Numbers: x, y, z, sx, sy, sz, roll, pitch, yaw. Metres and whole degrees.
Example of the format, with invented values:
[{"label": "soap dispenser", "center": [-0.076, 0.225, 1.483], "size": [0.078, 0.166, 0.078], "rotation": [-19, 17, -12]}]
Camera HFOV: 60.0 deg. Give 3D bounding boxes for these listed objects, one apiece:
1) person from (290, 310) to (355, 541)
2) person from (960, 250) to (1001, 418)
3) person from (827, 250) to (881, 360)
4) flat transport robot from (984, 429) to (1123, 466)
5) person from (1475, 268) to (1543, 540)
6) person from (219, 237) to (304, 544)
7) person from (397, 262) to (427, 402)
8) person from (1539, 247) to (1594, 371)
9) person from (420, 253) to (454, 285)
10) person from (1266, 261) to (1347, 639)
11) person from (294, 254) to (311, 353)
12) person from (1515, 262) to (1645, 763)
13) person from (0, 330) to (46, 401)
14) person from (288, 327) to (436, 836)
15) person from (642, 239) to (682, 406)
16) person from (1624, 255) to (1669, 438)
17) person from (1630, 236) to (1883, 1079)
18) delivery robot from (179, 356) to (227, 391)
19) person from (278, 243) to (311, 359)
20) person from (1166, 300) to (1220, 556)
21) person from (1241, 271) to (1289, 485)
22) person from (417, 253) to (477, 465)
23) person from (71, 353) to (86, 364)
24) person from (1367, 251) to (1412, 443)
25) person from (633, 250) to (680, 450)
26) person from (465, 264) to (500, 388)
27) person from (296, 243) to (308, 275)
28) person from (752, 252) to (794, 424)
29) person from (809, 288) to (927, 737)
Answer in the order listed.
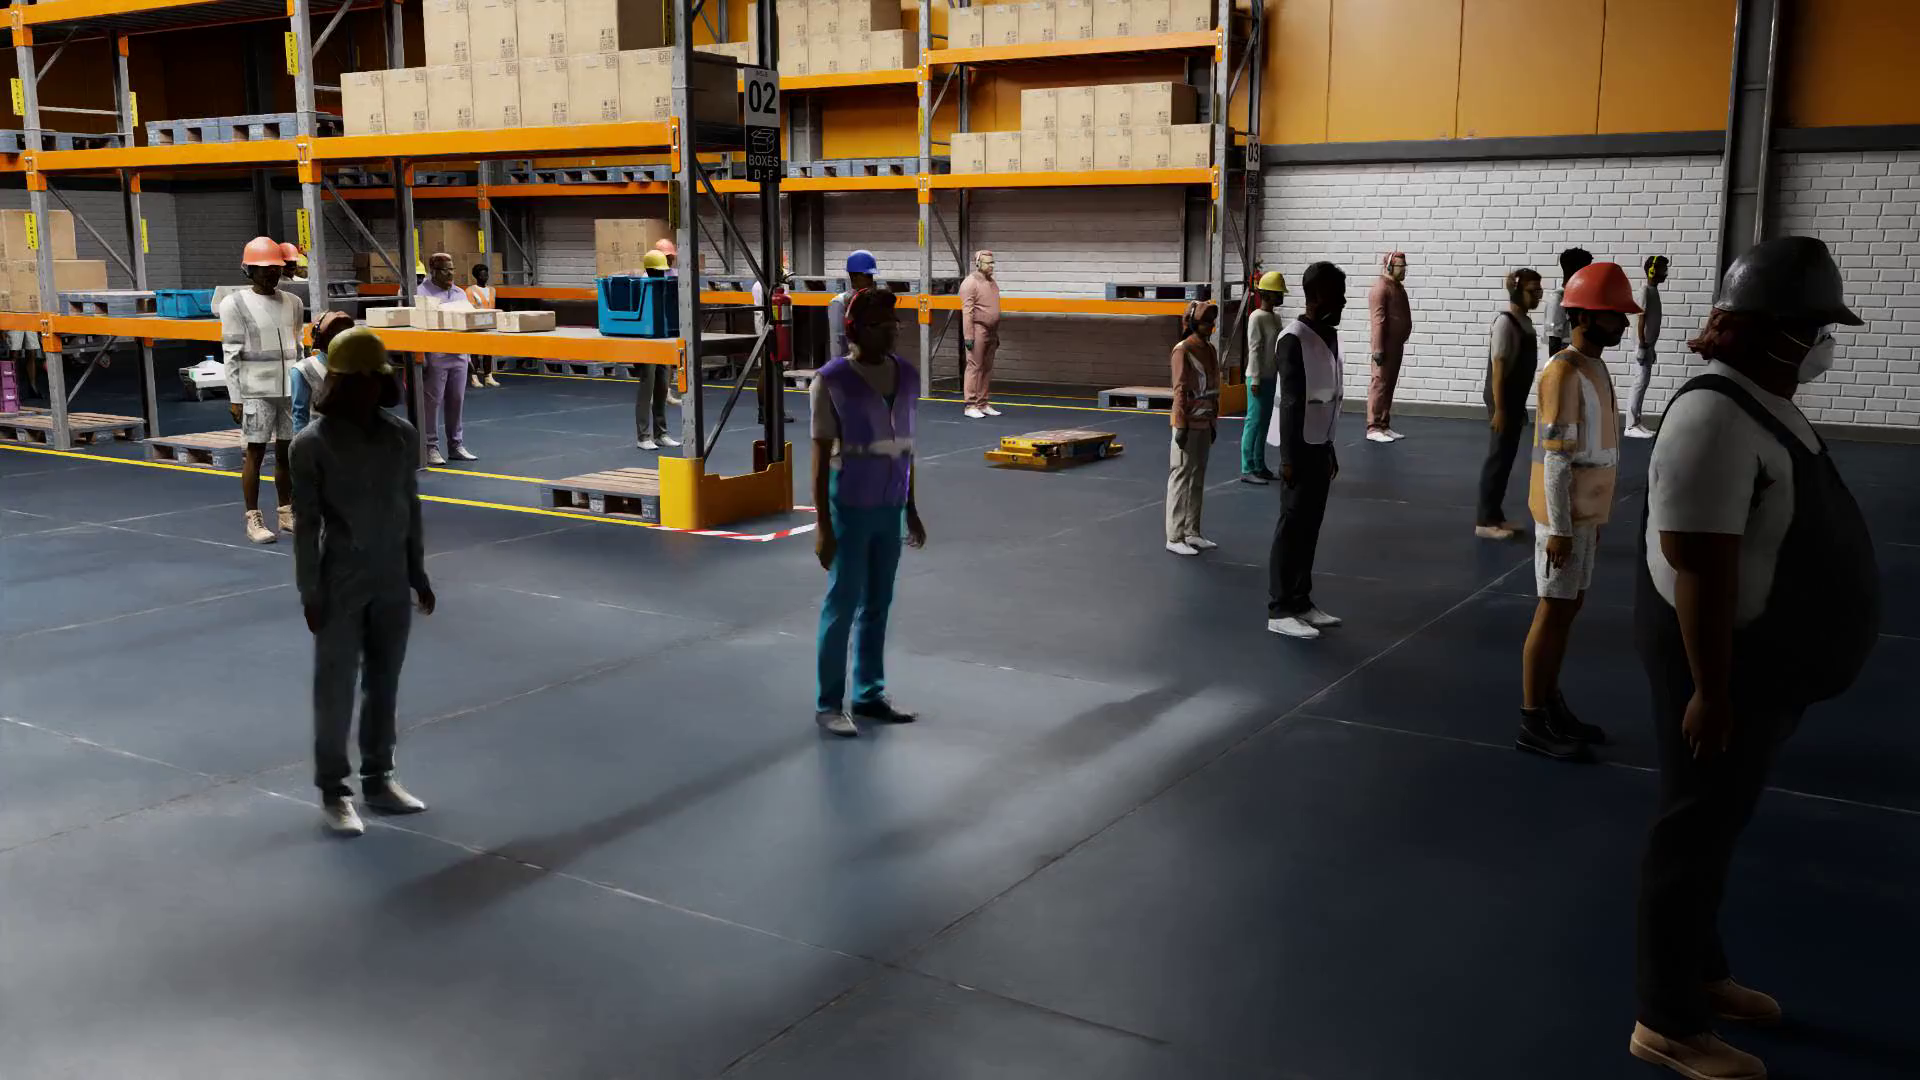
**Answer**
[{"label": "person", "center": [-3.473, -0.455, 9.273], "size": [0.310, 1.636, 0.522], "rotation": [6, 12, 32]}, {"label": "person", "center": [0.269, -2.352, 19.038], "size": [0.403, 1.906, 0.651], "rotation": [6, 12, 32]}, {"label": "person", "center": [-0.787, -1.289, 13.031], "size": [0.404, 1.945, 0.615], "rotation": [6, 12, 32]}, {"label": "flat transport robot", "center": [0.880, -0.863, 15.285], "size": [0.652, 0.197, 1.431], "rotation": [8, 13, 33]}, {"label": "person", "center": [3.730, -0.914, 11.312], "size": [0.396, 1.832, 0.537], "rotation": [7, 13, 35]}, {"label": "person", "center": [-4.618, -1.002, 11.175], "size": [0.390, 2.040, 0.614], "rotation": [6, 12, 32]}, {"label": "person", "center": [-6.783, -2.607, 20.842], "size": [0.331, 1.765, 0.533], "rotation": [6, 12, 32]}, {"label": "person", "center": [4.961, -1.412, 13.663], "size": [0.368, 1.961, 0.613], "rotation": [6, 12, 32]}, {"label": "person", "center": [-7.804, -3.391, 24.997], "size": [0.404, 1.829, 0.600], "rotation": [6, 12, 32]}, {"label": "person", "center": [1.783, -0.469, 8.574], "size": [0.373, 1.914, 0.596], "rotation": [6, 12, 32]}, {"label": "person", "center": [-9.181, -3.073, 23.234], "size": [0.404, 1.829, 0.600], "rotation": [6, 12, 32]}, {"label": "person", "center": [2.432, -0.109, 6.522], "size": [0.373, 1.934, 0.551], "rotation": [6, 12, 32]}, {"label": "person", "center": [-11.874, -2.730, 21.049], "size": [0.378, 1.932, 0.551], "rotation": [6, 12, 32]}, {"label": "person", "center": [-2.044, 0.141, 5.723], "size": [0.407, 1.730, 0.494], "rotation": [7, 13, 35]}, {"label": "person", "center": [-3.591, -2.630, 20.272], "size": [0.452, 2.030, 0.631], "rotation": [8, 13, 39]}, {"label": "person", "center": [7.075, -1.985, 17.119], "size": [0.310, 1.864, 0.533], "rotation": [6, 12, 32]}, {"label": "person", "center": [1.935, 0.283, 4.062], "size": [0.536, 2.000, 0.688], "rotation": [6, 12, 32]}, {"label": "delivery robot", "center": [-9.494, -2.090, 21.068], "size": [0.477, 0.478, 0.707], "rotation": [7, 13, 35]}, {"label": "person", "center": [-6.888, -2.052, 17.128], "size": [0.396, 1.992, 0.622], "rotation": [6, 12, 32]}, {"label": "person", "center": [1.518, -0.728, 10.781], "size": [0.310, 1.638, 0.522], "rotation": [6, 12, 32]}, {"label": "person", "center": [2.563, -1.349, 13.874], "size": [0.331, 1.765, 0.533], "rotation": [6, 12, 32]}, {"label": "person", "center": [-4.671, -1.640, 15.099], "size": [0.403, 1.904, 0.651], "rotation": [6, 12, 32]}, {"label": "person", "center": [-14.566, -3.846, 27.146], "size": [0.463, 1.980, 0.642], "rotation": [7, 13, 35]}, {"label": "person", "center": [4.343, -1.944, 16.778], "size": [0.403, 1.906, 0.651], "rotation": [6, 12, 32]}, {"label": "person", "center": [-2.944, -1.840, 16.140], "size": [0.381, 1.924, 0.594], "rotation": [6, 12, 32]}, {"label": "person", "center": [-6.564, -2.940, 22.872], "size": [0.317, 1.695, 0.540], "rotation": [6, 12, 32]}, {"label": "person", "center": [-9.917, -3.513, 25.226], "size": [0.402, 1.990, 0.622], "rotation": [6, 12, 32]}, {"label": "person", "center": [-2.029, -2.235, 18.309], "size": [0.378, 1.932, 0.551], "rotation": [6, 12, 32]}, {"label": "person", "center": [-0.396, -0.114, 6.872], "size": [0.394, 1.830, 0.599], "rotation": [9, 13, 40]}]
